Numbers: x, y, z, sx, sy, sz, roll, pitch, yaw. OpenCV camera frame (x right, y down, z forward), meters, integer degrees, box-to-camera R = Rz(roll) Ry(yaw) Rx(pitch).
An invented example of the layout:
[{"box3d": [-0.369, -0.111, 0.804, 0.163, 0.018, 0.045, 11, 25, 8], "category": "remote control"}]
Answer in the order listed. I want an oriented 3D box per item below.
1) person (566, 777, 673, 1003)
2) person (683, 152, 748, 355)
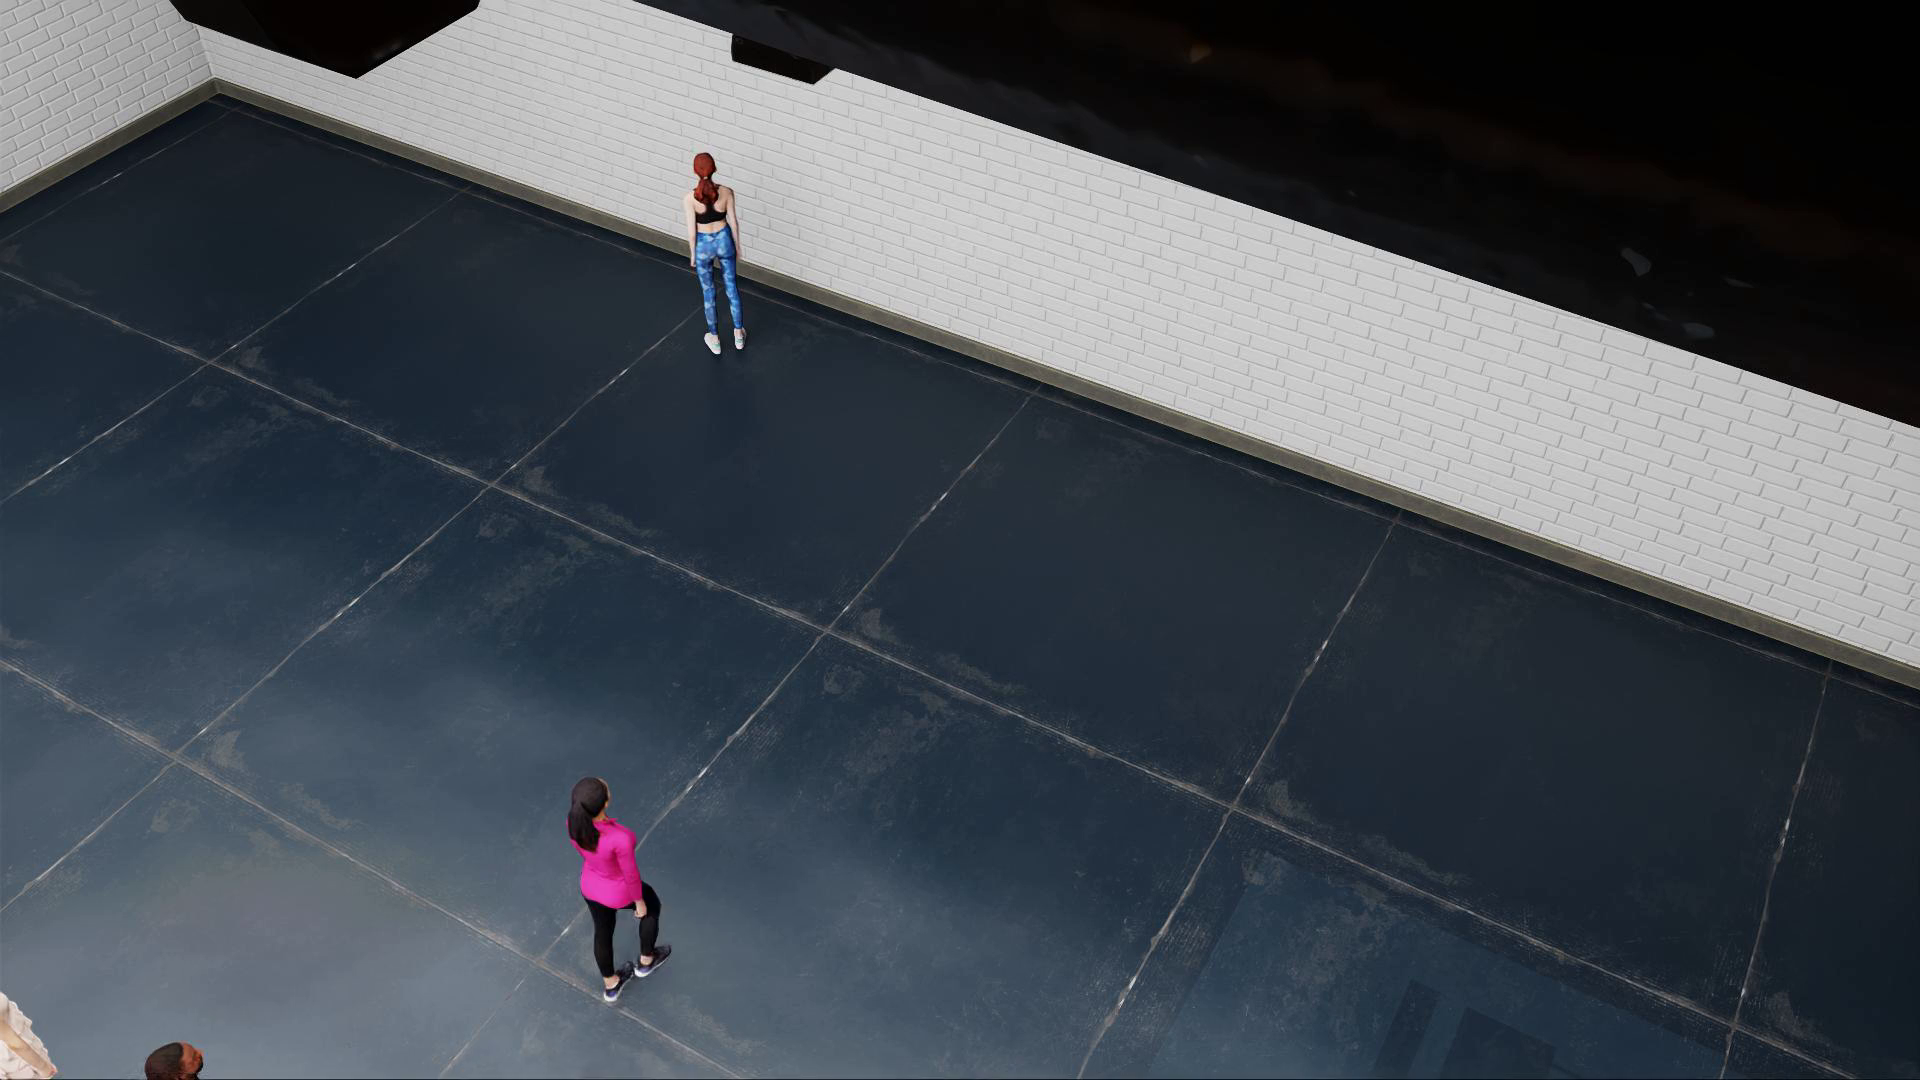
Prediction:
[{"box3d": [-1.892, 1.911, 8.803, 0.612, 1.683, 0.673, 18, 47, 18], "category": "person"}, {"box3d": [-1.931, -2.260, 13.107, 0.686, 1.785, 0.751, -13, 45, -13], "category": "person"}]
